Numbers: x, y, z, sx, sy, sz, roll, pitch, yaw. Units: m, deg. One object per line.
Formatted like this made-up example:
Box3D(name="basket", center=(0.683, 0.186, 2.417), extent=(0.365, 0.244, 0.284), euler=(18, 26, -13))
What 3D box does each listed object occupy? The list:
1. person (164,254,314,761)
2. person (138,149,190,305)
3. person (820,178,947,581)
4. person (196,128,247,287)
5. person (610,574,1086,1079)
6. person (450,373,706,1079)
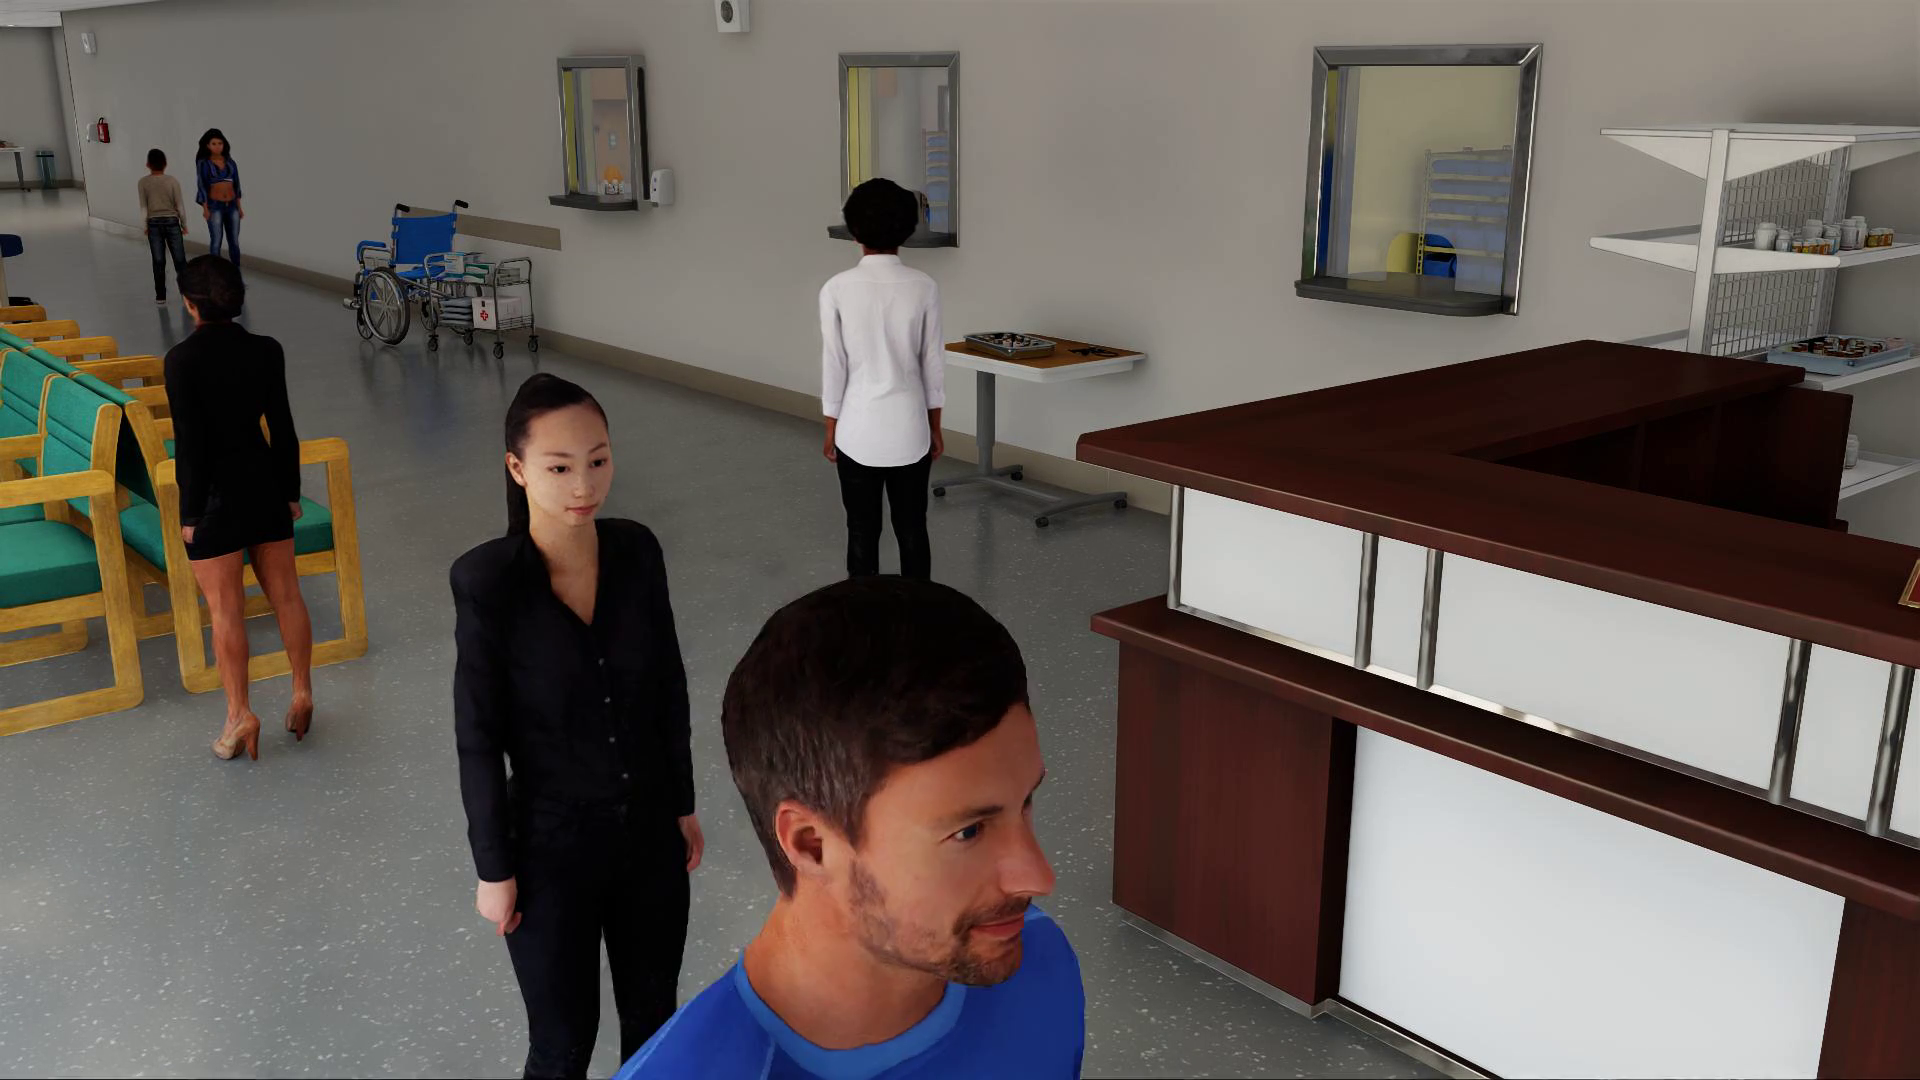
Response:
Box3D(name="person", center=(-2.317, -0.097, 5.348), extent=(0.681, 1.640, 0.620), euler=(12, 20, 36))
Box3D(name="person", center=(-7.699, -3.034, 16.081), extent=(0.551, 1.467, 0.671), euler=(-6, 17, -20))
Box3D(name="person", center=(-0.285, -0.447, 6.273), extent=(0.677, 1.810, 0.781), euler=(-3, 16, -10))
Box3D(name="person", center=(-7.617, -3.419, 17.171), extent=(0.690, 1.618, 0.506), euler=(15, 22, 43))
Box3D(name="person", center=(-0.132, 0.909, 1.410), extent=(0.820, 1.841, 1.127), euler=(13, 20, 39))
Box3D(name="person", center=(-0.656, 0.550, 2.924), extent=(0.424, 1.710, 0.638), euler=(-14, 21, -40))
